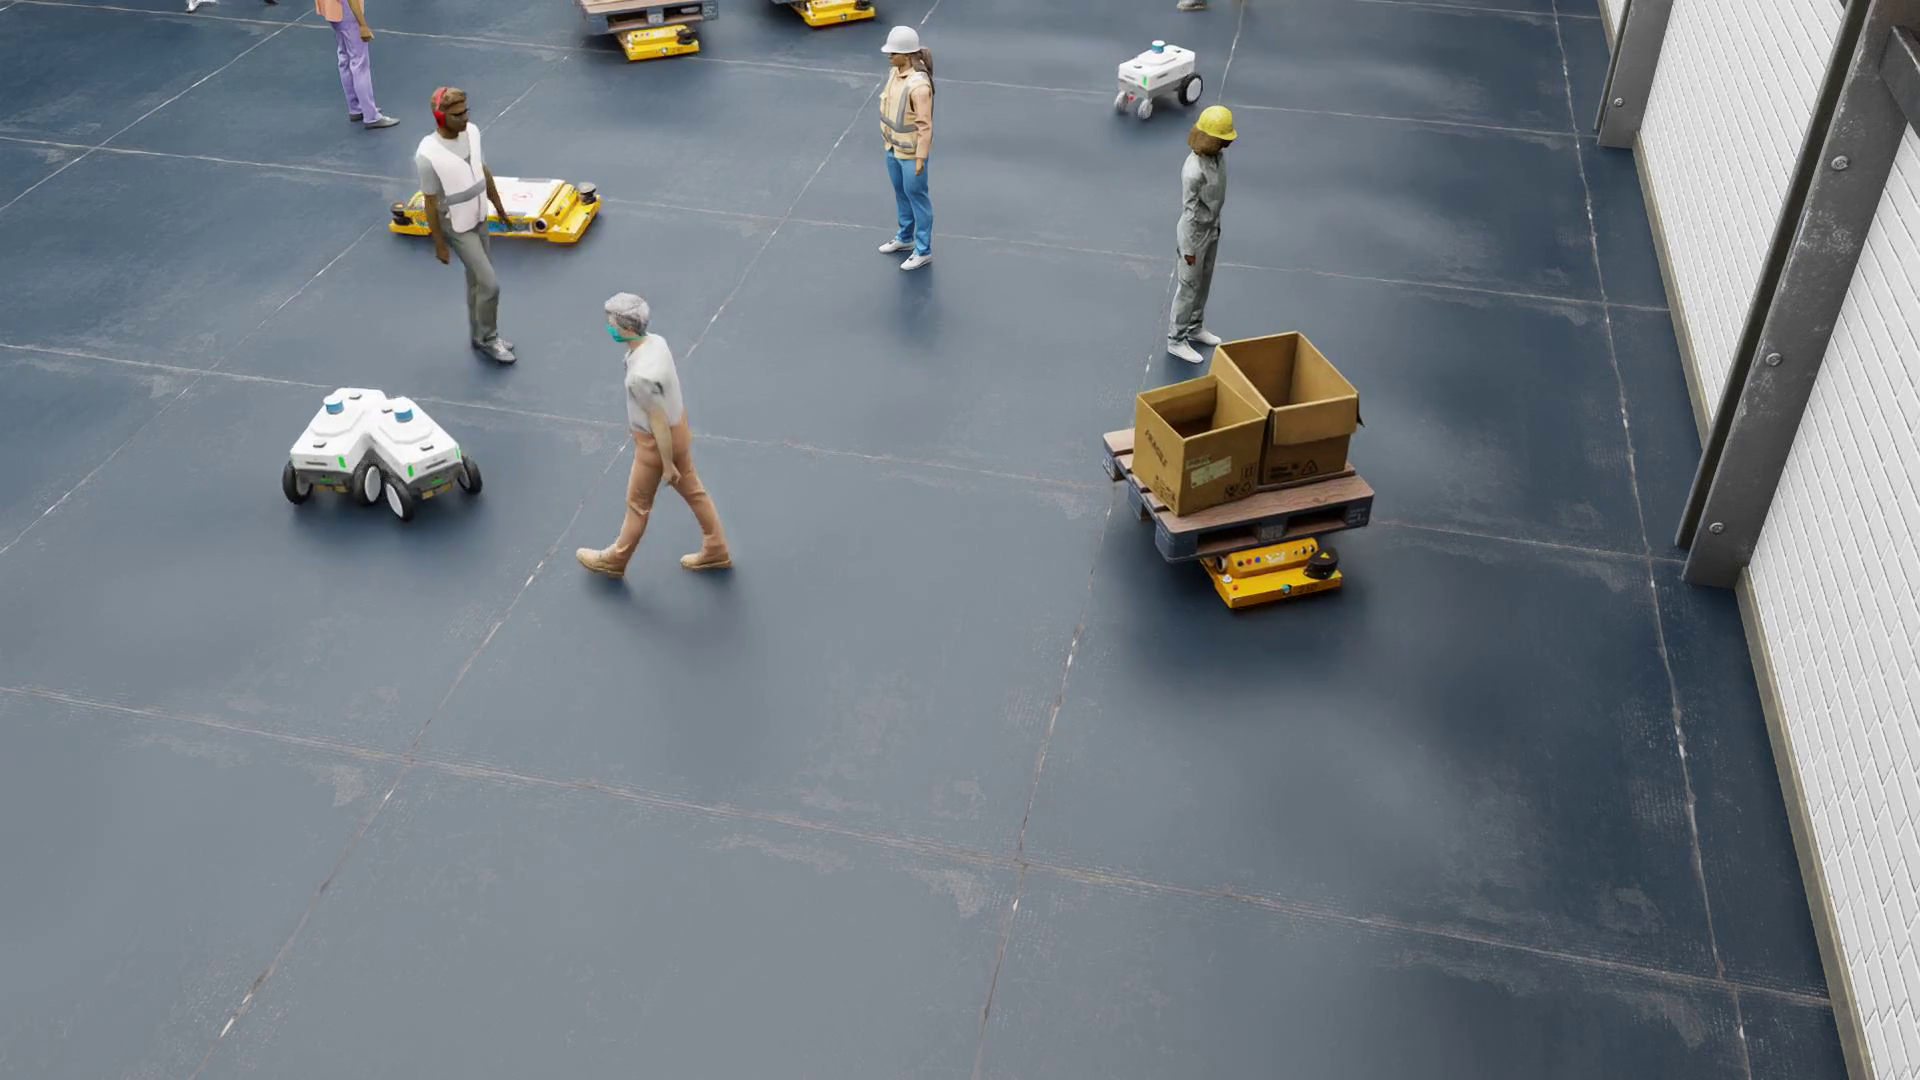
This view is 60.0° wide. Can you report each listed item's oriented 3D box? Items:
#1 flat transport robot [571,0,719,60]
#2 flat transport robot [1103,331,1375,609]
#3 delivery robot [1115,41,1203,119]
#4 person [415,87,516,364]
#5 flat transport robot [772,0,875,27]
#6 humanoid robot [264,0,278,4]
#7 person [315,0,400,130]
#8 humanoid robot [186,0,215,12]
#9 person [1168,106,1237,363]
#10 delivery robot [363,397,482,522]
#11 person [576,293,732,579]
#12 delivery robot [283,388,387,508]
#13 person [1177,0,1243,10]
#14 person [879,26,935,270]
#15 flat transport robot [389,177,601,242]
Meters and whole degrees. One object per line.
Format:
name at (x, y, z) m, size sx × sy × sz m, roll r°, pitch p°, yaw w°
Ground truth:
flat transport robot at (-2.985, -4.915, 15.795) m, size 0.659 × 0.231 × 1.431 m, roll -14°, pitch 39°, yaw -18°
flat transport robot at (1.547, -0.158, 9.430) m, size 0.659 × 0.231 × 1.431 m, roll -10°, pitch 38°, yaw -14°
delivery robot at (1.699, -3.999, 14.320) m, size 0.768 × 0.581 × 0.499 m, roll -30°, pitch 46°, yaw -34°
person at (-3.063, -1.989, 10.573) m, size 0.592 × 1.828 × 0.576 m, roll 10°, pitch 38°, yaw 13°
flat transport robot at (-1.432, -5.441, 16.500) m, size 0.659 × 0.231 × 1.431 m, roll -16°, pitch 40°, yaw -21°
humanoid robot at (-6.695, -6.150, 16.256) m, size 0.562 × 1.800 × 0.943 m, roll 12°, pitch 38°, yaw 16°
person at (-5.042, -4.294, 13.644) m, size 0.390 × 1.849 × 0.565 m, roll -28°, pitch 45°, yaw -32°
humanoid robot at (-7.596, -5.910, 15.925) m, size 0.584 × 1.805 × 0.824 m, roll -27°, pitch 45°, yaw -31°
person at (1.552, -1.950, 10.608) m, size 0.321 × 1.728 × 0.488 m, roll 17°, pitch 40°, yaw 22°
delivery robot at (-3.178, -0.510, 9.667) m, size 0.499 × 0.600 × 0.802 m, roll -27°, pitch 44°, yaw -31°
person at (-1.673, -0.529, 8.724) m, size 0.857 × 1.702 × 0.475 m, roll 2°, pitch 37°, yaw 2°
delivery robot at (-3.610, -0.565, 9.734) m, size 0.499 × 0.592 × 0.795 m, roll 4°, pitch 37°, yaw 5°
person at (2.496, -6.008, 15.925) m, size 0.628 × 1.868 × 0.581 m, roll -4°, pitch 37°, yaw -6°
person at (-0.355, -2.763, 11.696) m, size 0.367 × 1.729 × 0.496 m, roll -19°, pitch 41°, yaw -24°
flat transport robot at (-3.508, -2.503, 12.569) m, size 1.431 × 0.231 × 0.659 m, roll 4°, pitch 37°, yaw 5°
